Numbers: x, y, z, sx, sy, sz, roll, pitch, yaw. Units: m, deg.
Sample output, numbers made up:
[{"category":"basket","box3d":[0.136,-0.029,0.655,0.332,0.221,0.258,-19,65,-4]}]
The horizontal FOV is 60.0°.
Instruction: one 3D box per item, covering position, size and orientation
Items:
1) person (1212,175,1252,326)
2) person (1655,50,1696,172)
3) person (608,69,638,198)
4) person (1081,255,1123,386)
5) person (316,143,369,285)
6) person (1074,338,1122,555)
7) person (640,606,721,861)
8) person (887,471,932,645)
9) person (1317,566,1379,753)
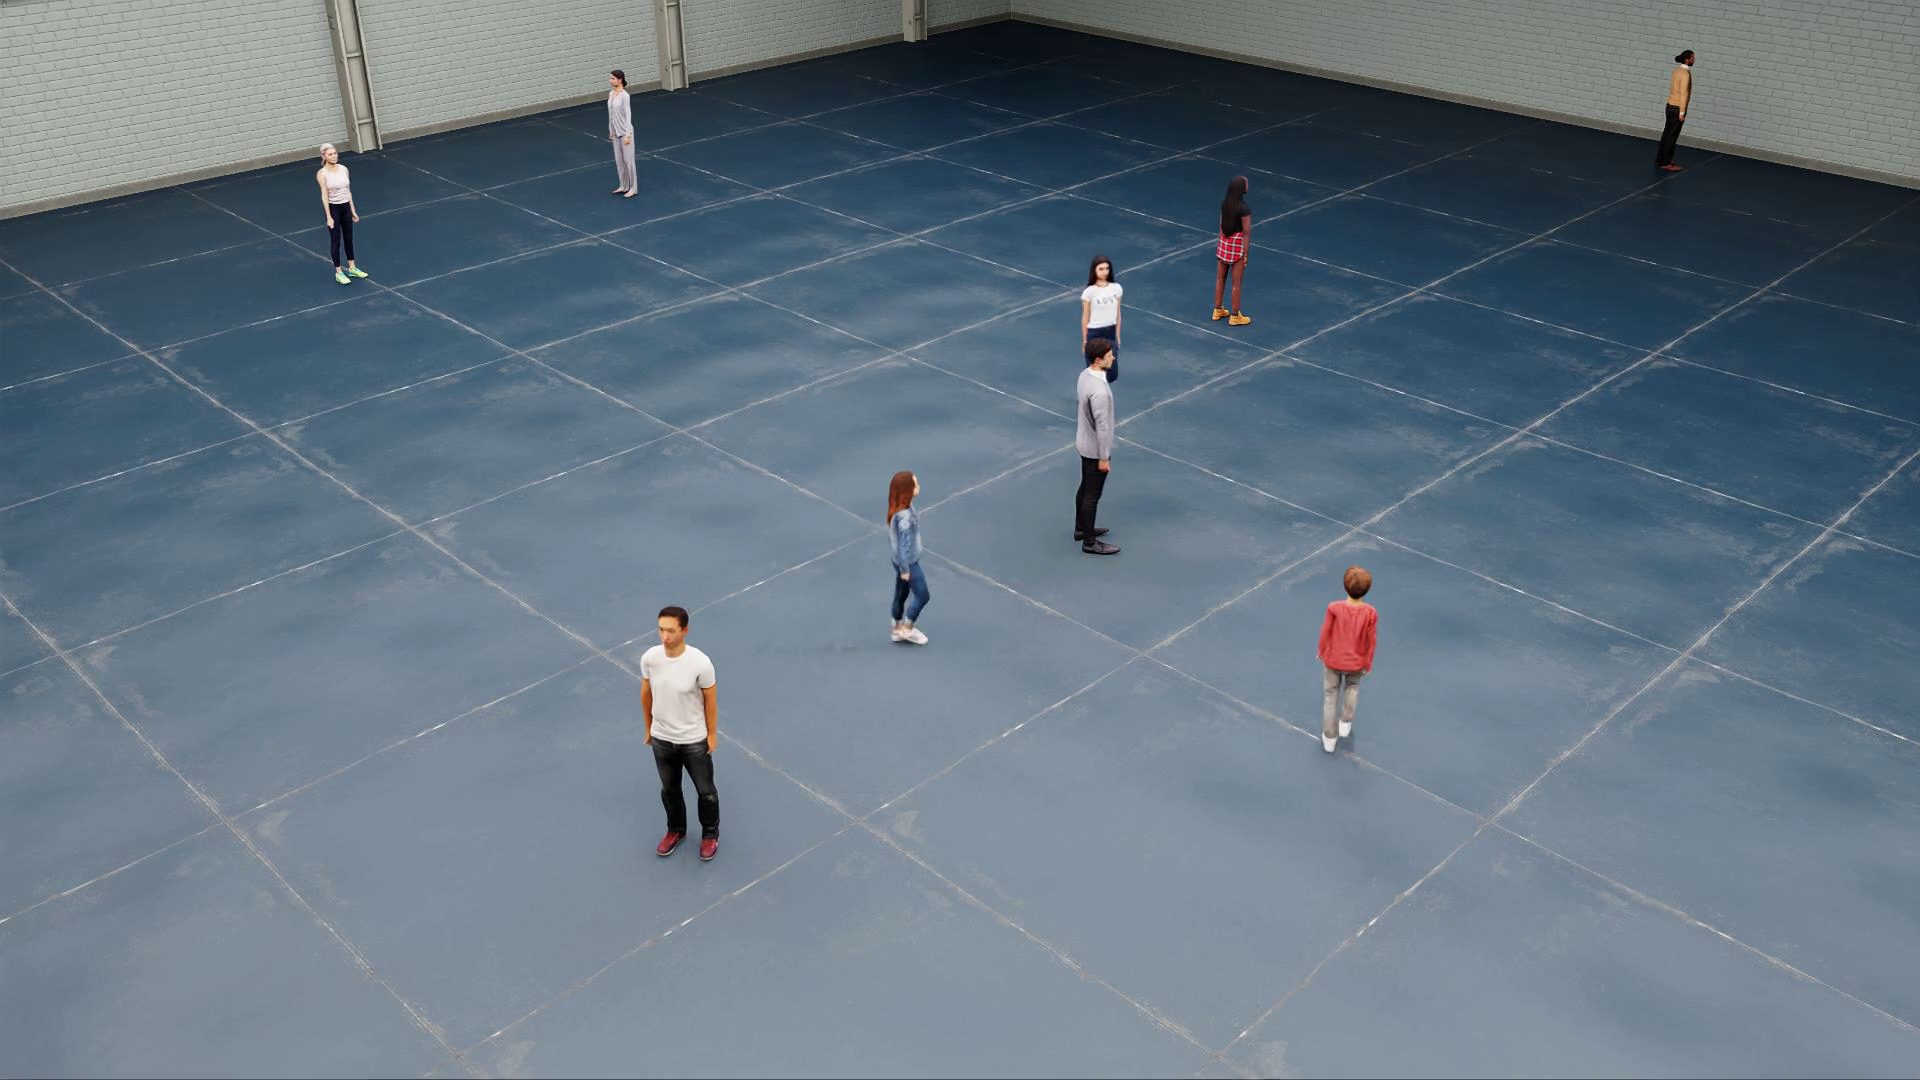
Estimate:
[{"category":"person","box3d":[3.147,-3.344,19.144,0.633,1.727,0.648,-19,33,-31]},{"category":"person","box3d":[10.766,-6.470,24.984,0.812,1.754,0.738,2,28,3]},{"category":"person","box3d":[-4.819,-5.817,23.737,0.595,1.774,0.535,23,36,37]},{"category":"person","box3d":[1.356,-2.014,16.605,0.722,1.767,0.784,-12,30,-21]},{"category":"person","box3d":[-7.657,-4.039,20.474,0.708,1.702,0.552,15,32,26]},{"category":"person","box3d":[1.141,-0.823,14.203,0.851,1.922,0.835,-4,28,-8]},{"category":"person","box3d":[-1.753,1.205,10.520,0.712,1.804,0.731,5,28,8]},{"category":"person","box3d":[-0.487,0.155,12.847,0.723,1.470,0.682,-3,28,-6]},{"category":"person","box3d":[2.688,0.864,11.587,0.676,1.404,0.738,3,28,6]}]
